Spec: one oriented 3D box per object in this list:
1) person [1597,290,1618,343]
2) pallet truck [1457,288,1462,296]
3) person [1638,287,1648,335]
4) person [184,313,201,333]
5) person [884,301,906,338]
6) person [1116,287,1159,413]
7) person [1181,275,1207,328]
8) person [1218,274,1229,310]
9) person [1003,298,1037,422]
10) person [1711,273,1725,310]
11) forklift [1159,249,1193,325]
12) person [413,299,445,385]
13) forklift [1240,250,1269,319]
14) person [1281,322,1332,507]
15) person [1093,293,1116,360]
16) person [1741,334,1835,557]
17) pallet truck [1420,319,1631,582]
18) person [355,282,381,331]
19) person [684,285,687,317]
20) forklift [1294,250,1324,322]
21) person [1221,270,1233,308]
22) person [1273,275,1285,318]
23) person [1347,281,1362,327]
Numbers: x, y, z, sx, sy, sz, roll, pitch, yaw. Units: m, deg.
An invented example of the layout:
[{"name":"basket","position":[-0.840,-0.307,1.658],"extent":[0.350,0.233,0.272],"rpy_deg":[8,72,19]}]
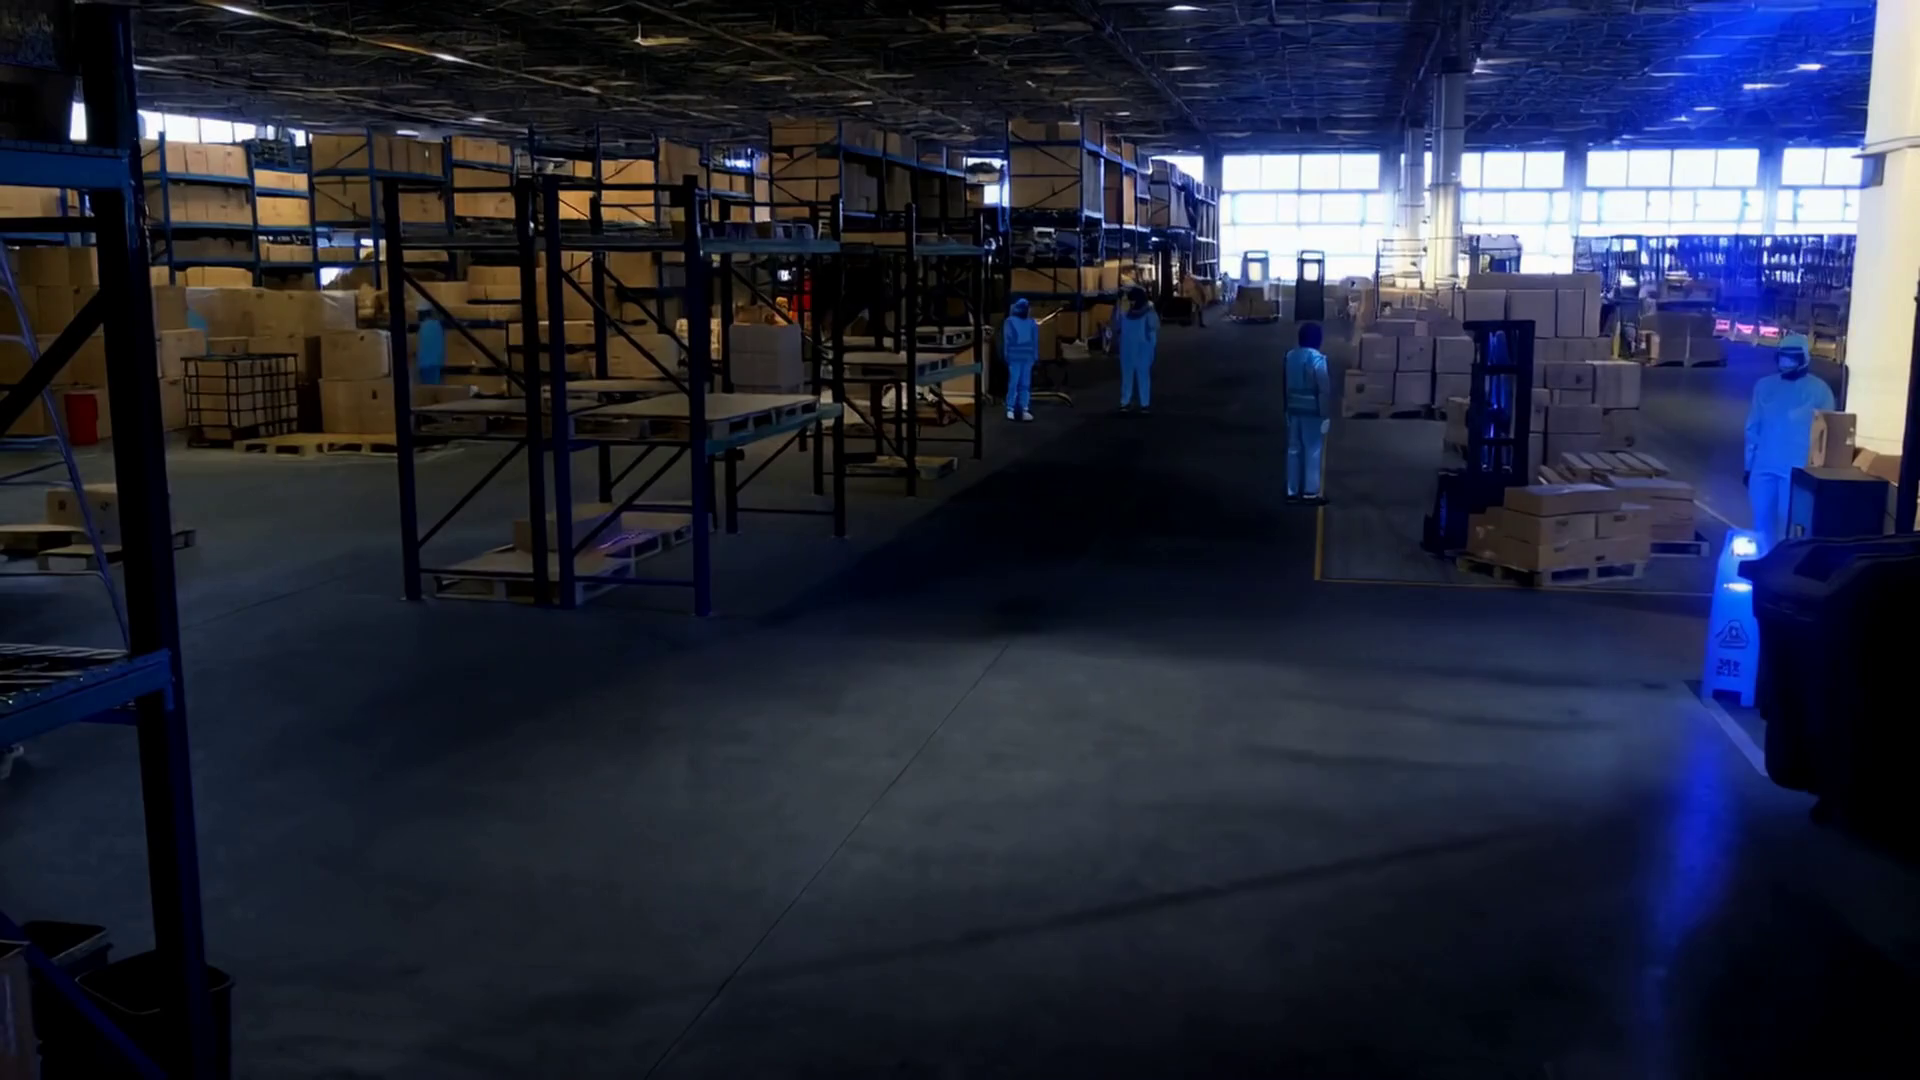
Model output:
[{"name":"person","position":[13.113,-4.143,33.747],"extent":[0.336,1.865,0.521],"rpy_deg":[-2,10,-12]},{"name":"pallet truck","position":[20.506,-9.785,68.819],"extent":[0.653,1.274,1.630],"rpy_deg":[2,10,12]},{"name":"person","position":[20.616,-6.819,50.271],"extent":[0.276,1.631,0.507],"rpy_deg":[6,11,31]},{"name":"person","position":[-12.406,-2.929,26.483],"extent":[1.001,1.885,0.659],"rpy_deg":[9,13,43]},{"name":"person","position":[-1.362,-4.173,34.640],"extent":[0.517,1.616,0.601],"rpy_deg":[4,10,24]},{"name":"person","position":[2.844,-3.080,26.925],"extent":[0.678,2.000,0.537],"rpy_deg":[5,11,28]},{"name":"person","position":[8.442,-8.585,59.970],"extent":[0.888,1.901,0.542],"rpy_deg":[-2,10,-14]},{"name":"person","position":[12.790,-12.025,80.748],"extent":[0.524,1.747,0.692],"rpy_deg":[2,10,11]},{"name":"person","position":[0.927,-2.746,25.421],"extent":[0.575,1.882,0.355],"rpy_deg":[-5,11,-28]},{"name":"person","position":[33.904,-11.027,74.415],"extent":[0.640,1.896,1.022],"rpy_deg":[2,10,9]},{"name":"forklift","position":[7.646,-9.320,61.395],"extent":[1.873,2.768,1.129],"rpy_deg":[2,10,11]},{"name":"person","position":[-7.909,-2.682,25.022],"extent":[0.934,1.893,0.592],"rpy_deg":[0,10,2]},{"name":"forklift","position":[11.873,-10.232,66.795],"extent":[1.129,2.768,1.873],"rpy_deg":[2,10,12]},{"name":"person","position":[3.502,-1.255,16.704],"extent":[0.429,1.846,0.626],"rpy_deg":[-6,11,-30]},{"name":"person","position":[3.554,-5.241,40.879],"extent":[0.555,1.644,0.756],"rpy_deg":[1,10,6]},{"name":"person","position":[5.949,-0.513,12.028],"extent":[0.372,1.940,0.631],"rpy_deg":[-6,11,-30]},{"name":"pallet truck","position":[4.543,-0.757,13.299],"extent":[0.823,1.965,1.885],"rpy_deg":[-4,10,-22]},{"name":"person","position":[-14.772,-5.483,41.552],"extent":[0.587,1.911,0.397],"rpy_deg":[-4,11,-25]},{"name":"person","position":[-6.848,-5.590,41.981],"extent":[0.631,1.973,0.626],"rpy_deg":[2,10,13]},{"name":"forklift","position":[13.778,-10.002,65.433],"extent":[1.129,2.768,1.873],"rpy_deg":[2,10,12]},{"name":"person","position":[13.480,-12.652,83.910],"extent":[0.618,1.943,1.026],"rpy_deg":[2,10,11]},{"name":"person","position":[13.453,-10.280,70.219],"extent":[0.405,1.823,0.591],"rpy_deg":[-7,12,-37]},{"name":"person","position":[14.547,-8.724,61.404],"extent":[0.545,1.679,0.598],"rpy_deg":[1,10,6]}]
